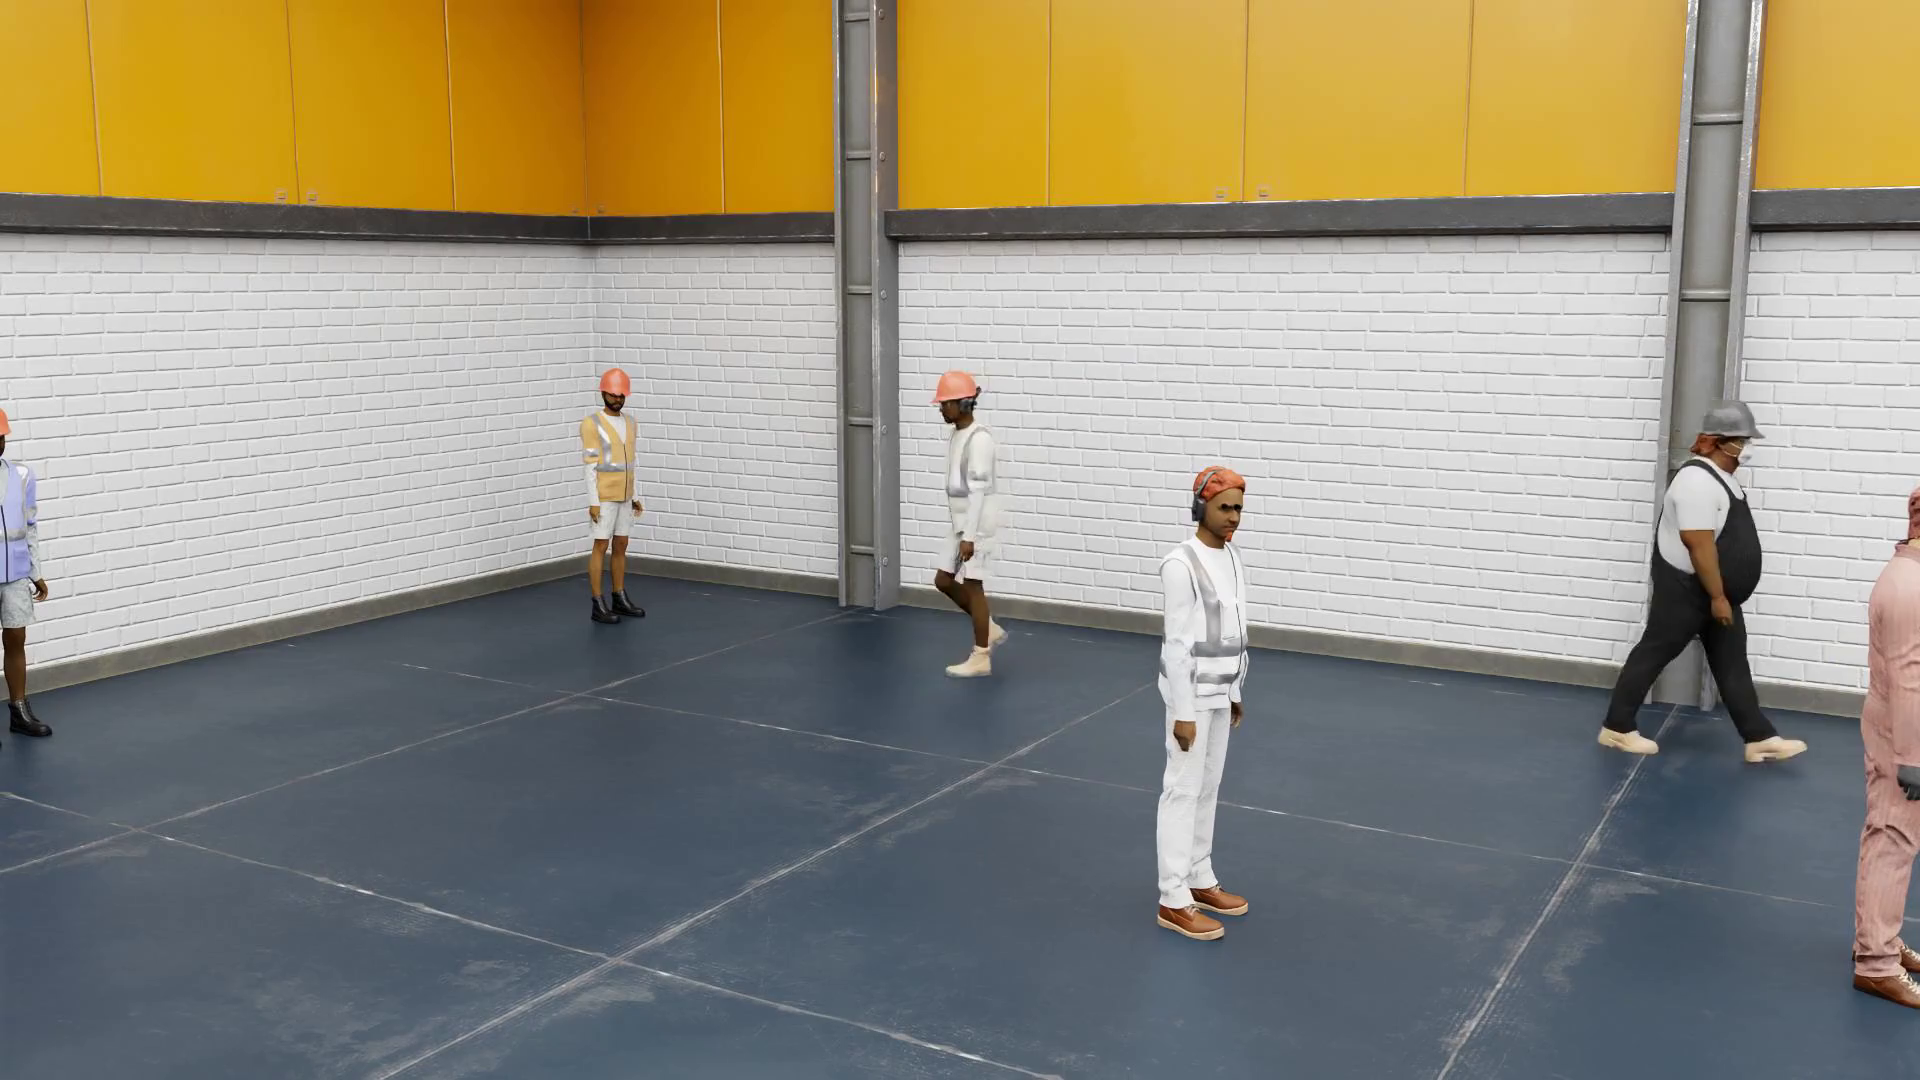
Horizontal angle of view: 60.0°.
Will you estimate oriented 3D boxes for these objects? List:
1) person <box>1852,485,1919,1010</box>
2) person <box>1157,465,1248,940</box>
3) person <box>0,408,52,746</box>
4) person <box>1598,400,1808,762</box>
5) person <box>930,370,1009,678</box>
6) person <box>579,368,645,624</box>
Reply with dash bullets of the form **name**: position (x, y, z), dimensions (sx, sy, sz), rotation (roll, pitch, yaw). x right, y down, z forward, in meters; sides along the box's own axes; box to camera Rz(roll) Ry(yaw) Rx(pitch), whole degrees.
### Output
- **person**: position (3.522, 0.727, 6.097), dimensions (0.401, 1.910, 0.640), rotation (6, 11, 32)
- **person**: position (0.992, 0.639, 6.722), dimensions (0.360, 1.884, 0.574), rotation (6, 11, 32)
- **person**: position (-5.415, 0.189, 9.358), dimensions (0.372, 1.939, 0.544), rotation (6, 11, 32)
- **person**: position (4.018, 0.199, 8.982), dimensions (1.045, 2.000, 0.678), rotation (7, 11, 37)
- **person**: position (0.041, -0.098, 10.887), dimensions (0.473, 2.022, 0.627), rotation (-4, 10, -22)
- **person**: position (-2.628, -0.340, 12.684), dimensions (0.376, 1.933, 0.544), rotation (6, 11, 32)
